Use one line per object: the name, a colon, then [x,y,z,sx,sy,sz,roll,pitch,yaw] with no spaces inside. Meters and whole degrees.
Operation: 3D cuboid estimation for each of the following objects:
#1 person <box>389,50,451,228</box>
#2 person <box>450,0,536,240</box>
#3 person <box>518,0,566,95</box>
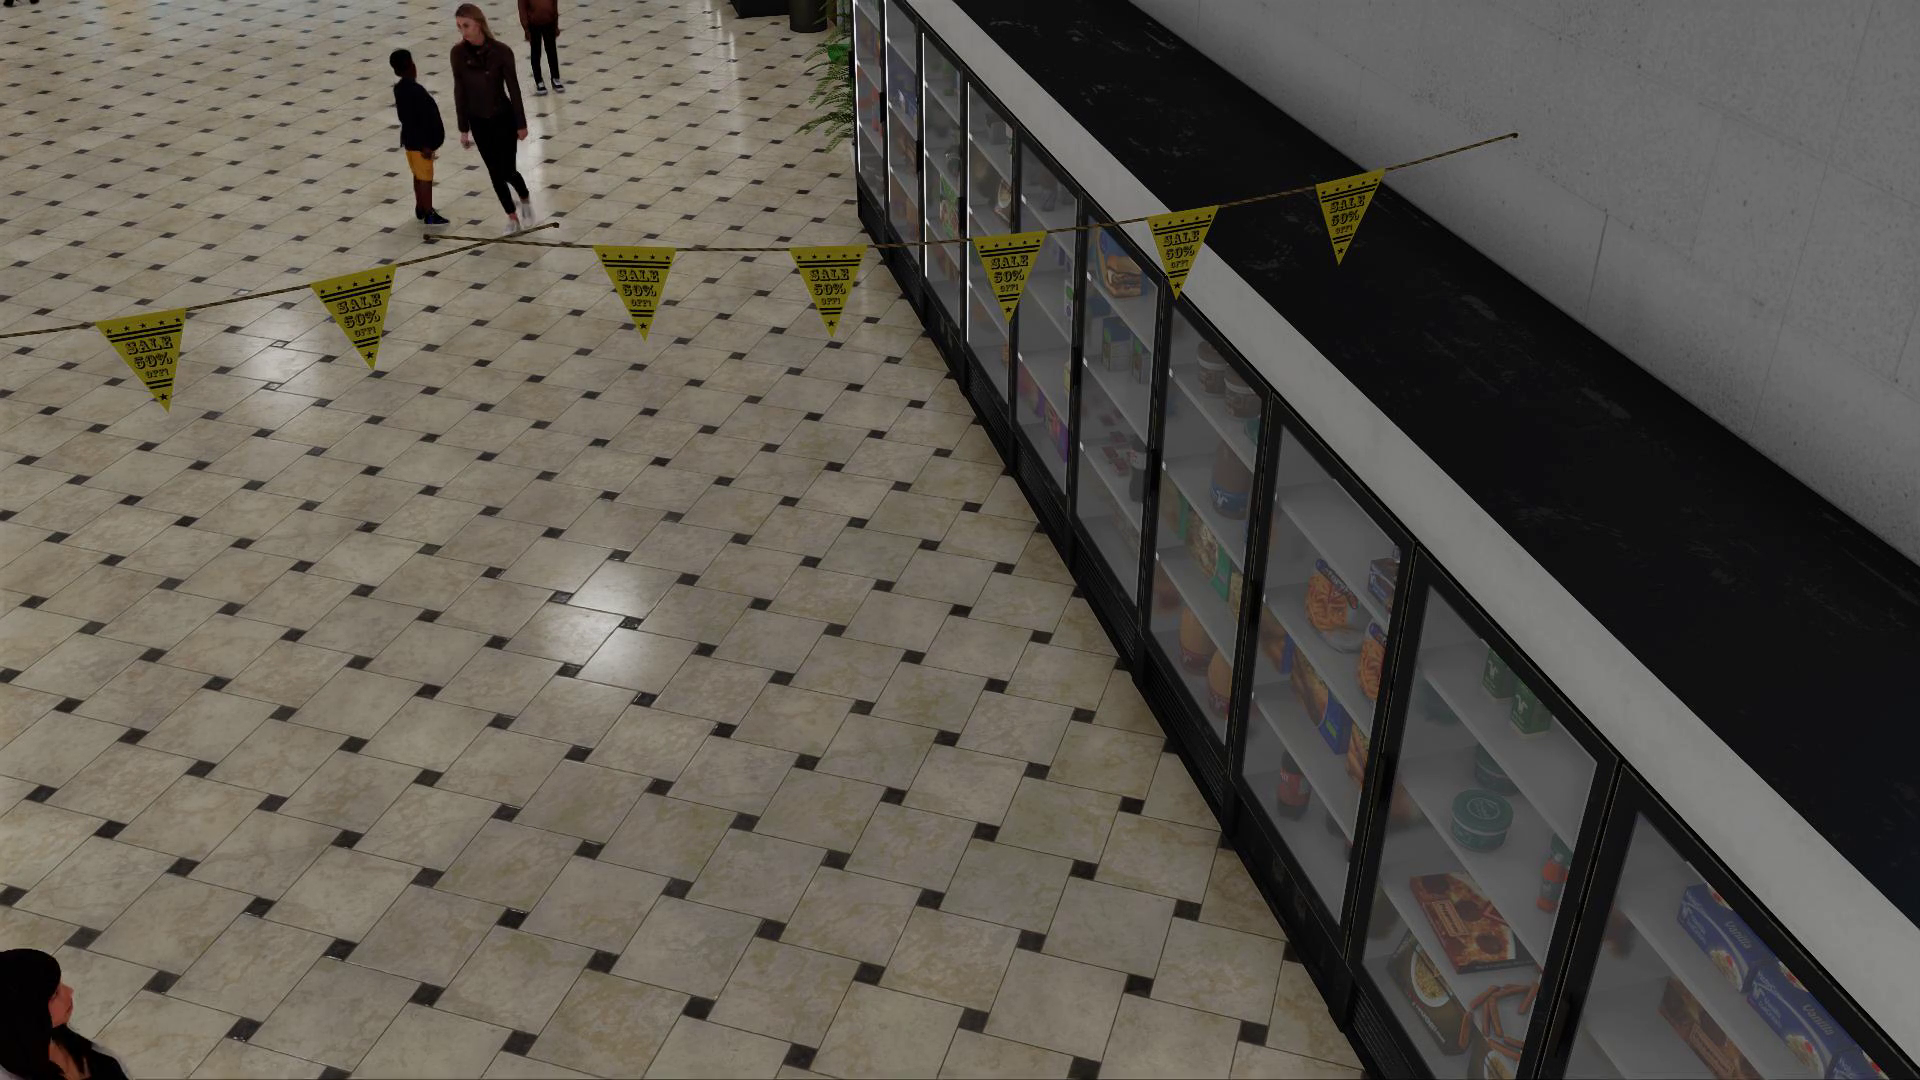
person: [-3.977,-2.919,12.159,0.718,1.248,0.727,-21,37,-29]
person: [-3.315,-2.991,11.863,0.664,1.682,0.766,1,32,1]
person: [-3.771,-4.661,14.954,0.501,1.253,0.626,-20,37,-28]
